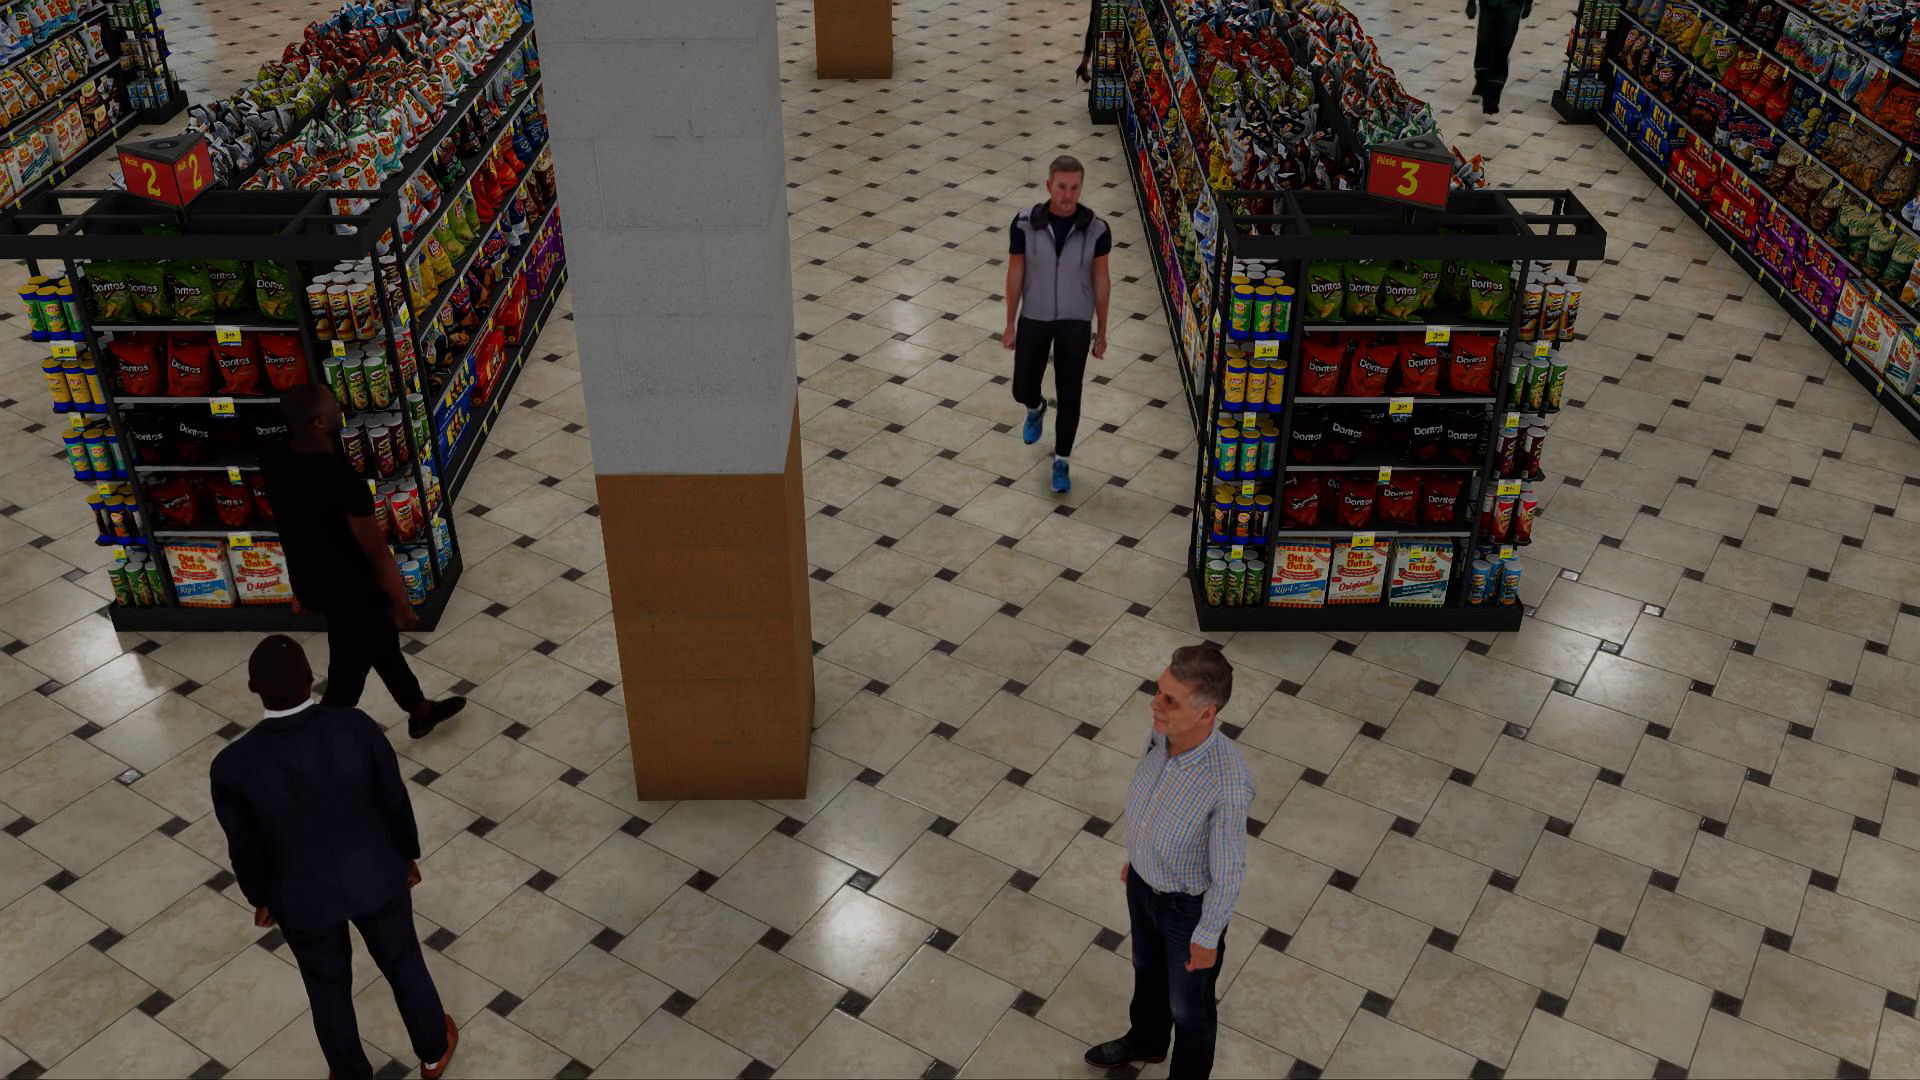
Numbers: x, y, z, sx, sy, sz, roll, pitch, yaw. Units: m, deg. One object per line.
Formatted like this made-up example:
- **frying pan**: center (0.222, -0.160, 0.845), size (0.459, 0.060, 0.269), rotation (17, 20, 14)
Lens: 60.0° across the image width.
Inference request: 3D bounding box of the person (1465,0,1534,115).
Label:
- **person**: center (4.669, -4.633, 14.392), size (0.906, 1.772, 1.306), rotation (8, 33, 12)

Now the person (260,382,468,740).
- **person**: center (-2.476, 0.275, 6.502), size (1.117, 1.775, 1.314), rotation (19, 37, 28)

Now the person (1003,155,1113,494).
- **person**: center (0.500, -1.169, 8.785), size (0.728, 1.815, 0.875), rotation (2, 32, 3)

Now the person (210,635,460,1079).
- **person**: center (-1.935, 1.066, 5.185), size (0.778, 1.824, 0.757), rotation (-12, 34, -19)

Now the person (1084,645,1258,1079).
- **person**: center (0.681, 1.078, 5.169), size (0.794, 1.820, 0.670), rotation (-15, 35, -23)
